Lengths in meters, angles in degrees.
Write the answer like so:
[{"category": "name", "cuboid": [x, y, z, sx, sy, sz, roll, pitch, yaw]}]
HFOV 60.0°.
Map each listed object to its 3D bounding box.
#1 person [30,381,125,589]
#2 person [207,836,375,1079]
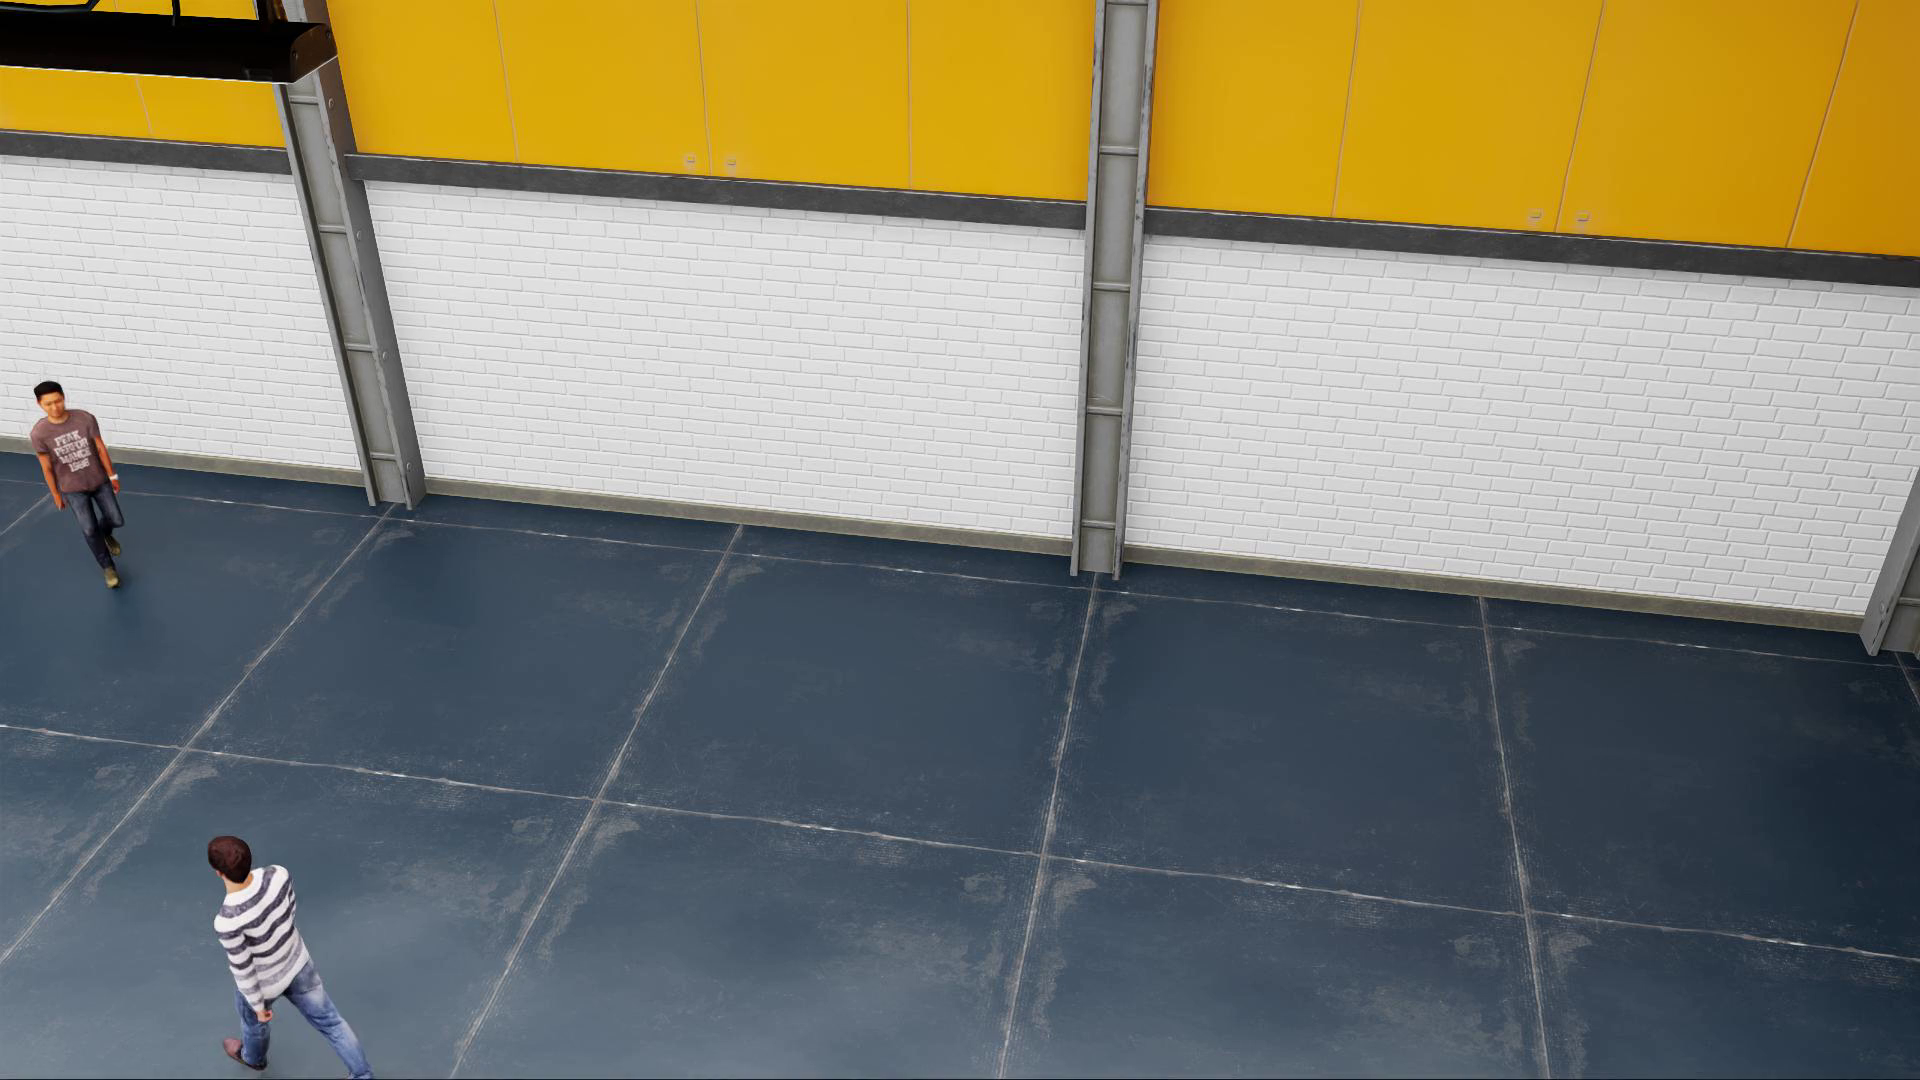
[{"category": "person", "cuboid": [-6.775, -0.478, 12.825, 0.900, 1.764, 0.963, -22, 40, -30]}, {"category": "person", "cuboid": [-3.471, 2.280, 8.646, 1.306, 1.798, 0.927, 16, 37, 23]}]
